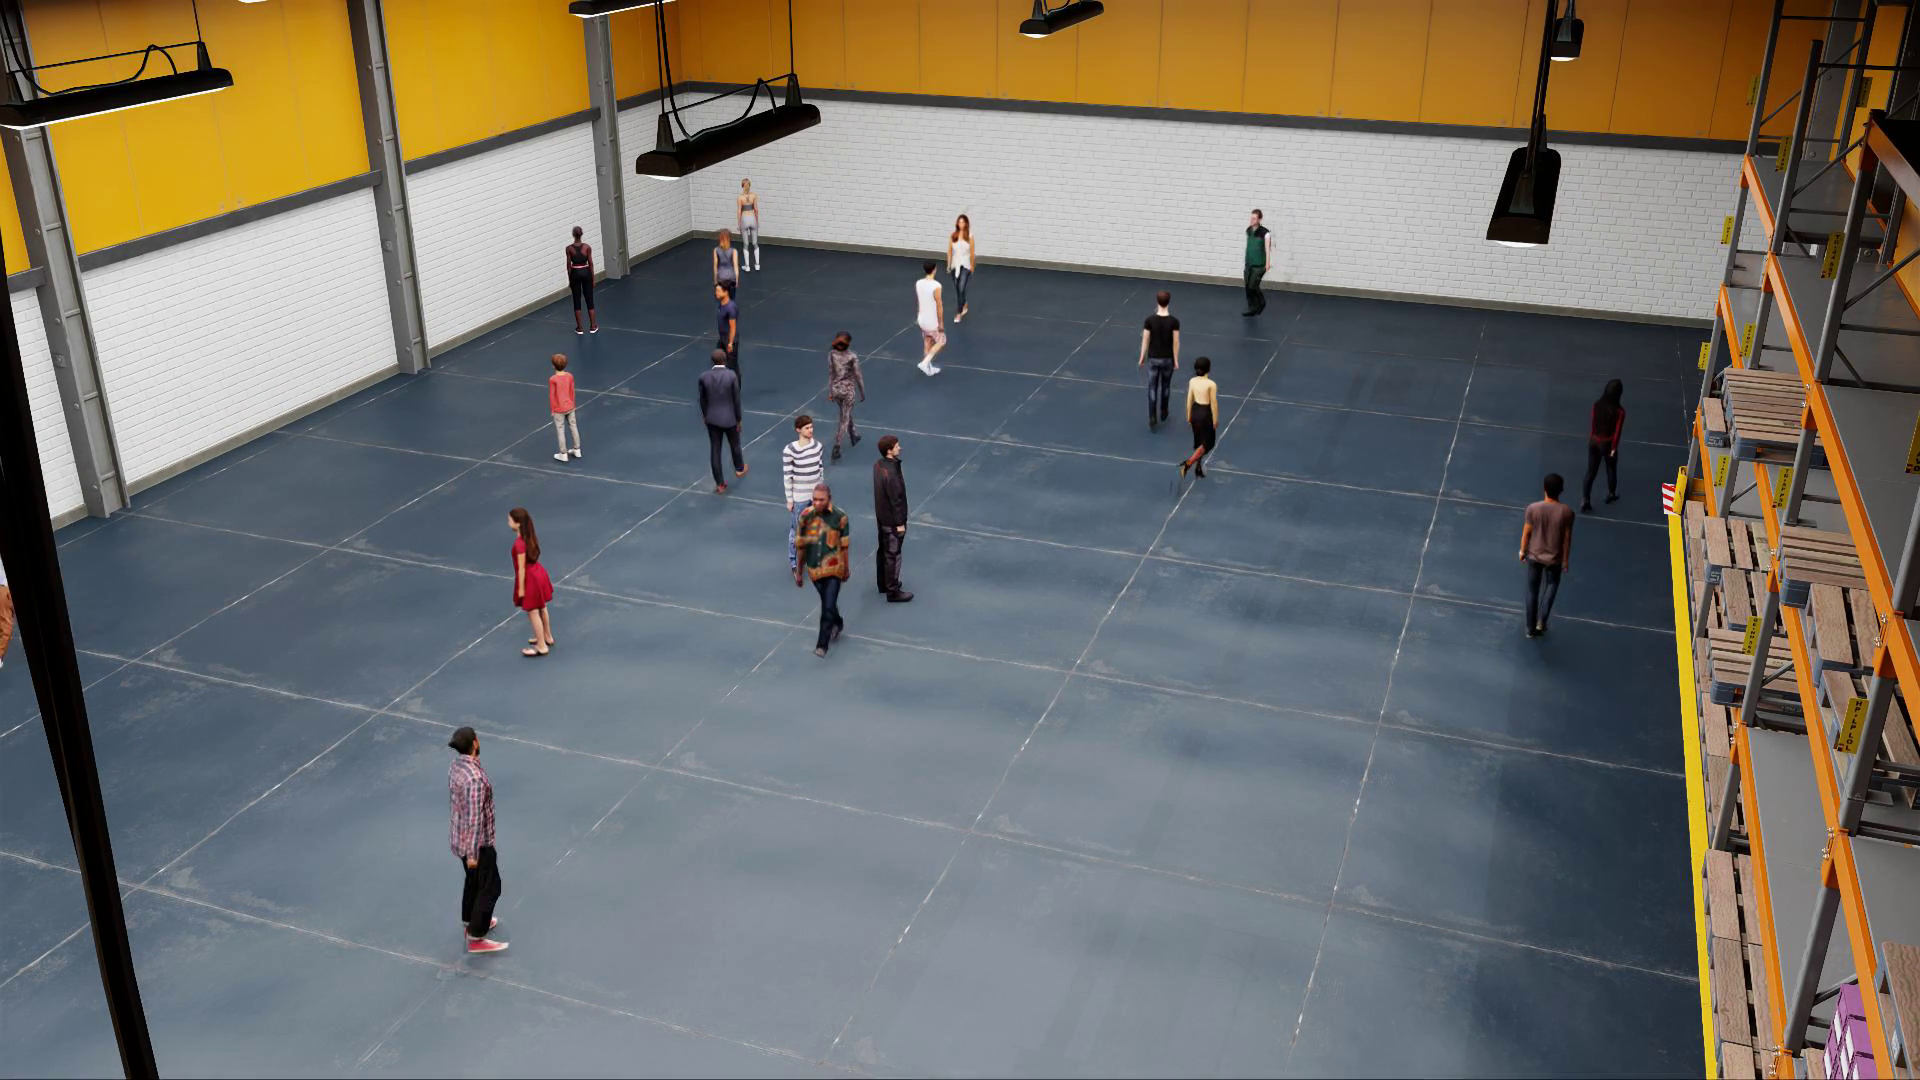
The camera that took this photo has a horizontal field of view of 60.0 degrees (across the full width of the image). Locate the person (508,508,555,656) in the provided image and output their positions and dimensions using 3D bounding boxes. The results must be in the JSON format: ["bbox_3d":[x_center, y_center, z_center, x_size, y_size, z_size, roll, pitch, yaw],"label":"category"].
[{"bbox_3d":[-4.307,0.395,16.698,0.693,1.548,0.628,1,24,2],"label":"person"}]

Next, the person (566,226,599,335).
[{"bbox_3d":[-6.160,-4.233,27.026,0.676,1.755,0.707,-7,24,-15],"label":"person"}]

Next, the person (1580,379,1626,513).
[{"bbox_3d":[7.695,-1.111,20.038,1.000,1.632,0.844,-20,31,-38],"label":"person"}]

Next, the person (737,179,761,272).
[{"bbox_3d":[-3.908,-5.838,30.762,0.663,1.703,0.719,-10,25,-21],"label":"person"}]

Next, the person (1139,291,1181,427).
[{"bbox_3d":[2.733,-2.455,22.808,0.806,1.875,1.089,4,24,9],"label":"person"}]

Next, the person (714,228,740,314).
[{"bbox_3d":[-3.800,-4.164,26.928,0.777,1.708,1.065,1,24,3],"label":"person"}]

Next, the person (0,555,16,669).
[{"bbox_3d":[-9.409,0.336,16.543,0.864,1.779,1.208,14,27,29],"label":"person"}]

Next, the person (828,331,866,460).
[{"bbox_3d":[-1.538,-1.855,21.697,0.616,1.666,1.138,10,25,21],"label":"person"}]

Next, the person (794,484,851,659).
[{"bbox_3d":[-1.330,0.259,16.749,0.769,1.755,1.183,5,24,12],"label":"person"}]

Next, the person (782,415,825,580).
[{"bbox_3d":[-1.709,-0.499,18.360,0.677,1.854,0.785,-16,28,-32],"label":"person"}]

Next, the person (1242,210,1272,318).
[{"bbox_3d":[5.000,-4.627,27.837,0.873,1.828,0.824,-17,29,-33],"label":"person"}]

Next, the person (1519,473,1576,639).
[{"bbox_3d":[5.924,0.200,16.862,0.658,1.773,0.608,10,25,21],"label":"person"}]

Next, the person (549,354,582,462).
[{"bbox_3d":[-5.182,-1.743,21.754,0.527,1.415,0.636,-22,32,-40],"label":"person"}]

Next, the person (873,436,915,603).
[{"bbox_3d":[-0.751,-0.244,17.798,0.847,1.838,0.764,-9,25,-19],"label":"person"}]

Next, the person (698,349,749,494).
[{"bbox_3d":[-2.969,-1.449,20.606,0.861,1.797,1.094,3,24,7],"label":"person"}]

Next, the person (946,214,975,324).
[{"bbox_3d":[0.033,-4.556,27.766,0.616,1.754,1.109,6,24,14],"label":"person"}]

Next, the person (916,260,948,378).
[{"bbox_3d":[-0.498,-3.262,24.779,0.895,1.776,0.820,-22,32,-40],"label":"person"}]

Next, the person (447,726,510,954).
[{"bbox_3d":[-3.625,2.234,12.270,0.871,1.725,0.868,-9,25,-20],"label":"person"}]

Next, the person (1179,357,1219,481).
[{"bbox_3d":[2.989,-1.470,20.854,0.925,1.636,0.788,-21,31,-39],"label":"person"}]

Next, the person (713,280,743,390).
[{"bbox_3d":[-3.240,-2.874,23.882,0.827,1.783,0.784,-13,27,-27],"label":"person"}]
